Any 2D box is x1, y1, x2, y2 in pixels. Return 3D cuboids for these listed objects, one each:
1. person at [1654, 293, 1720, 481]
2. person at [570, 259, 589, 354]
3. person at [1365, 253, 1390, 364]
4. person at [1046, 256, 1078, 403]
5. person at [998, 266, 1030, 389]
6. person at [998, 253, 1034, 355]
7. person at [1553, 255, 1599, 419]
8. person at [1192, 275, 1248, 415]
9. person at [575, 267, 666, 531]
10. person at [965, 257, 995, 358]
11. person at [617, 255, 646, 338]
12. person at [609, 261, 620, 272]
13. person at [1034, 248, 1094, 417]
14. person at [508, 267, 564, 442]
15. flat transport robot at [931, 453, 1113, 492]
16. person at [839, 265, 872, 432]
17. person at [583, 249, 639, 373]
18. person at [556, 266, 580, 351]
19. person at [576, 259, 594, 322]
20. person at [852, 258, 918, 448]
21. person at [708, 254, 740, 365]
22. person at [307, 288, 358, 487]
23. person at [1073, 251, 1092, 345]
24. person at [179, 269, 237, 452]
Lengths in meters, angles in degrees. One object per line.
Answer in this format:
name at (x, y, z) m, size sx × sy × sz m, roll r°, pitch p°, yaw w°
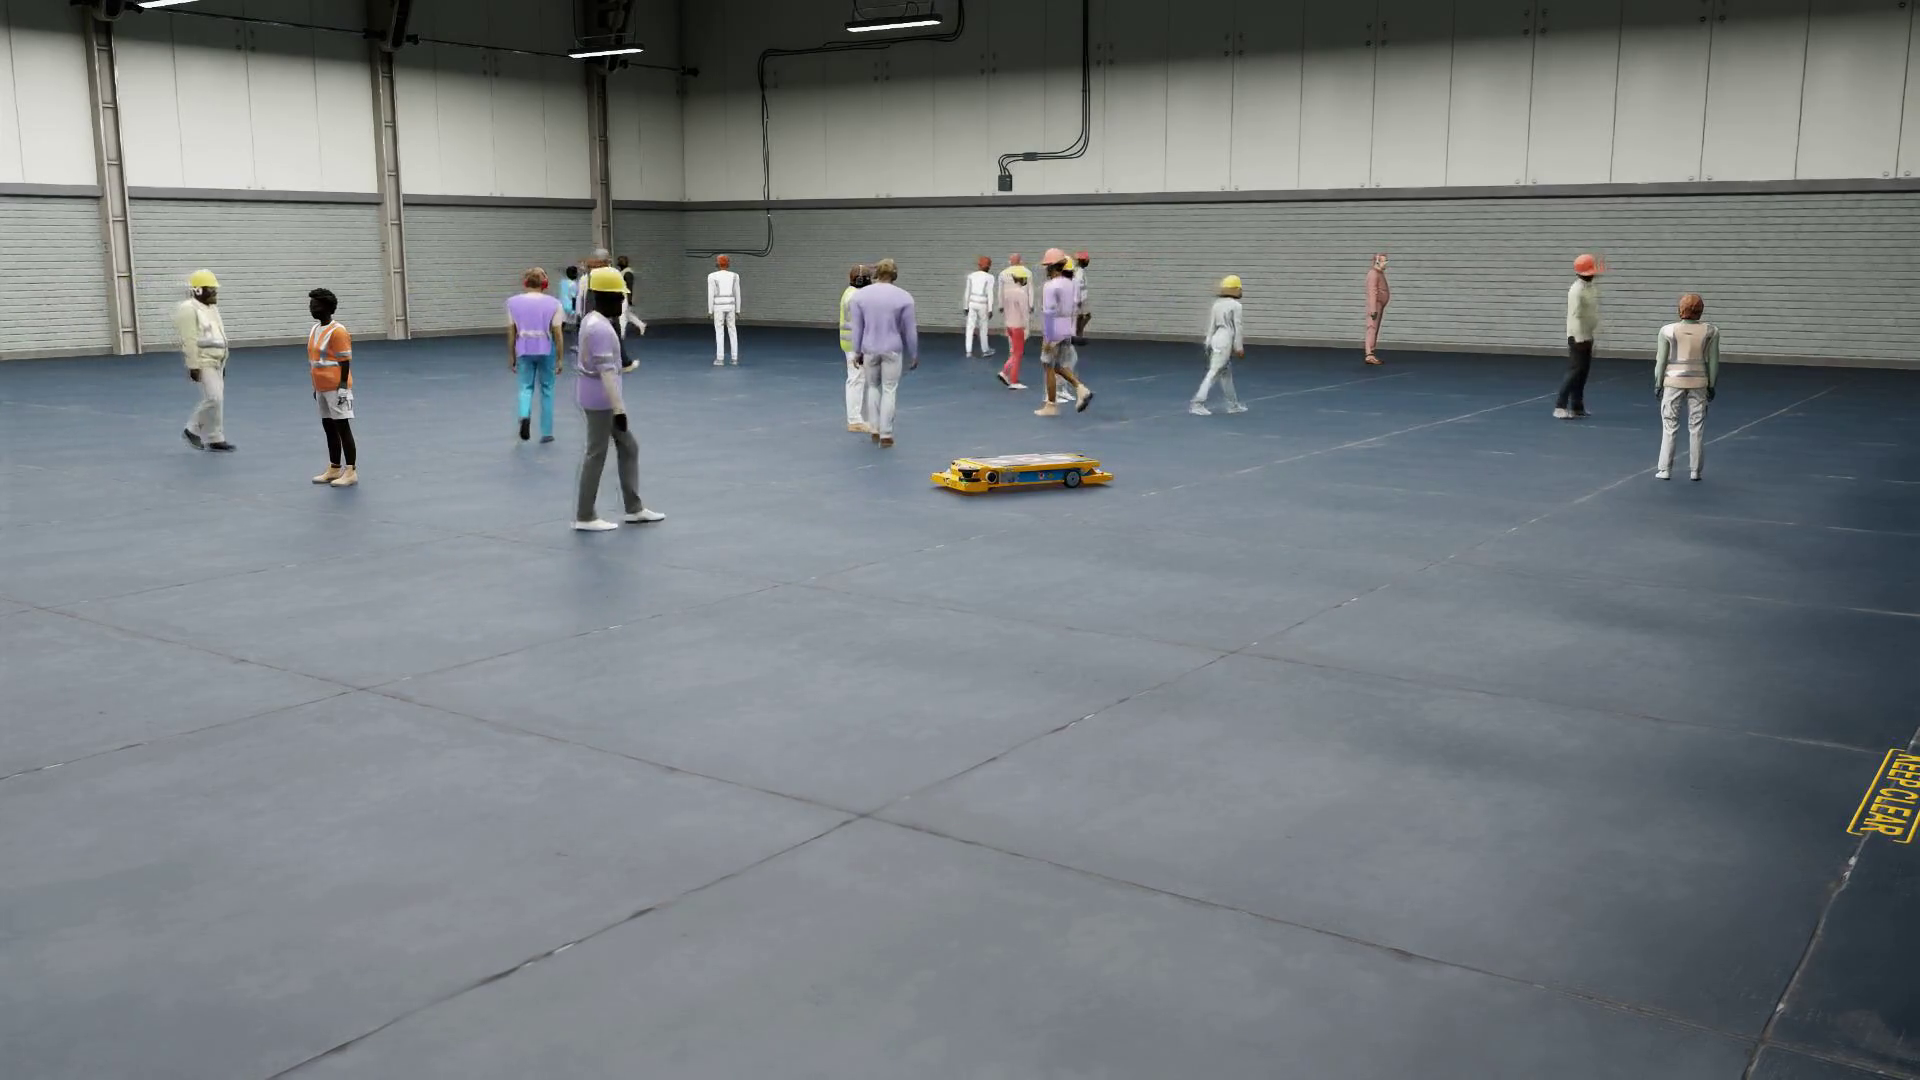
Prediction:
person at (6.352, -1.330, 14.563) m, size 0.522 × 1.640 × 0.306 m, roll 3°, pitch 10°, yaw 14°
person at (-6.993, -4.402, 31.377) m, size 0.522 × 1.791 × 1.006 m, roll 5°, pitch 11°, yaw 28°
person at (7.201, -3.988, 28.704) m, size 0.399 × 1.910 × 0.643 m, roll 4°, pitch 11°, yaw 21°
person at (1.371, -2.716, 21.564) m, size 0.586 × 1.903 × 0.602 m, roll -1°, pitch 10°, yaw -7°
person at (0.828, -3.017, 23.678) m, size 0.373 × 1.755 × 0.535 m, roll -4°, pitch 11°, yaw -20°
person at (1.035, -4.350, 30.759) m, size 0.677 × 1.893 × 0.426 m, roll 1°, pitch 10°, yaw 6°
person at (7.336, -2.391, 19.691) m, size 0.395 × 1.945 × 0.714 m, roll 7°, pitch 12°, yaw 35°
person at (3.174, -2.363, 20.207) m, size 0.883 × 1.691 × 0.491 m, roll -4°, pitch 11°, yaw -24°
person at (-2.455, -1.008, 12.029) m, size 0.789 × 1.897 × 0.607 m, roll -2°, pitch 10°, yaw -13°
person at (0.346, -4.225, 30.264) m, size 0.667 × 1.831 × 0.961 m, roll 6°, pitch 12°, yaw 29°
person at (-7.265, -5.315, 36.378) m, size 0.716 × 1.826 × 0.632 m, roll -4°, pitch 11°, yaw -21°
person at (-6.535, -4.343, 30.645) m, size 0.625 × 1.933 × 0.360 m, roll 1°, pitch 10°, yaw 4°
person at (1.211, -2.461, 19.850) m, size 0.618 × 2.026 × 0.606 m, roll 6°, pitch 12°, yaw 31°
person at (-4.396, -1.904, 17.228) m, size 0.579 × 1.832 × 0.557 m, roll 0°, pitch 10°, yaw -2°
flat transport robot at (0.535, -0.592, 14.260) m, size 1.431 × 0.197 × 0.652 m, roll -5°, pitch 11°, yaw -26°
person at (-1.116, -2.120, 18.453) m, size 0.428 × 1.835 × 0.627 m, roll -2°, pitch 10°, yaw -9°
person at (-5.652, -3.653, 26.450) m, size 0.700 × 2.000 × 1.050 m, roll 8°, pitch 13°, yaw 37°
person at (-7.550, -4.469, 32.132) m, size 0.536 × 1.648 × 0.902 m, roll 9°, pitch 14°, yaw 42°
person at (-6.284, -3.899, 28.501) m, size 0.655 × 1.795 × 0.958 m, roll 3°, pitch 10°, yaw 14°
person at (-0.732, -1.920, 17.057) m, size 0.661 × 1.923 × 0.671 m, roll 2°, pitch 10°, yaw 13°
person at (-4.035, -3.932, 28.452) m, size 0.585 × 1.882 × 0.337 m, roll -5°, pitch 11°, yaw -27°
person at (-5.396, -1.304, 14.254) m, size 0.540 × 1.695 × 0.317 m, roll 9°, pitch 14°, yaw 42°
person at (2.490, -4.904, 33.799) m, size 0.445 × 1.917 × 0.568 m, roll 1°, pitch 10°, yaw 3°
person at (-7.446, -1.763, 16.467) m, size 0.413 × 1.822 × 0.614 m, roll 0°, pitch 10°, yaw 2°
